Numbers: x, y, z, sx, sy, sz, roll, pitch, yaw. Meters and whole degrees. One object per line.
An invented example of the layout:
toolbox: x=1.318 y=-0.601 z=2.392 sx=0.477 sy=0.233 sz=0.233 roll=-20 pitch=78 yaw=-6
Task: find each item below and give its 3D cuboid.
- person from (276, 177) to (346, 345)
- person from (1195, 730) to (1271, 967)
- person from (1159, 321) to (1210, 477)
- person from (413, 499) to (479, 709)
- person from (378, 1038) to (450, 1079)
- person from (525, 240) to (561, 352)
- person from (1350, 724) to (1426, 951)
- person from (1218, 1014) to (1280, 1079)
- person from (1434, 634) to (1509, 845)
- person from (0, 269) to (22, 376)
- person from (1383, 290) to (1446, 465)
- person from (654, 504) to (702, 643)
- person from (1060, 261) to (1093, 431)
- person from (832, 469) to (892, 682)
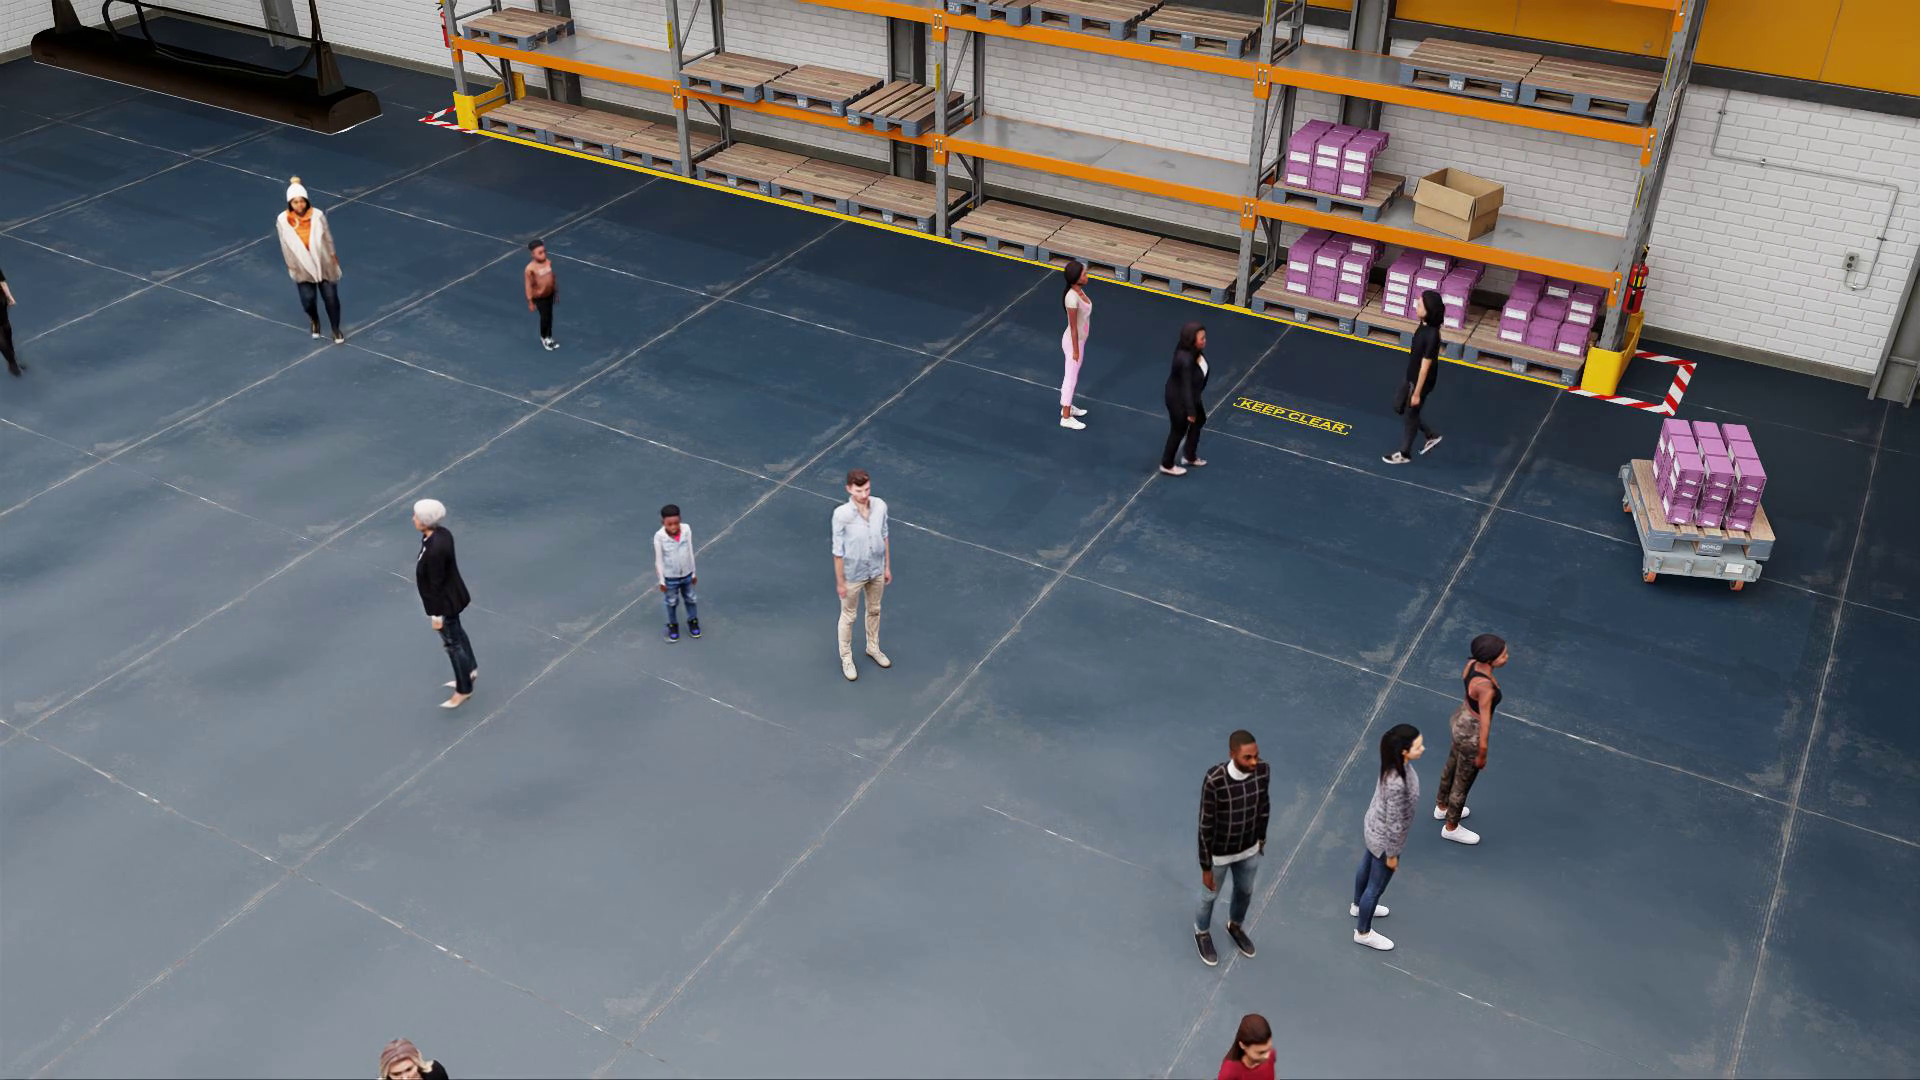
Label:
person: x=-6.987 y=-3.028 z=17.954 sx=0.870 sy=1.879 sz=0.922 roll=-14 pitch=36 yaw=-20
person: x=1.677 y=1.907 z=10.587 sx=0.805 sy=1.817 sz=0.848 roll=-12 pitch=35 yaw=-17
person: x=2.027 y=-1.322 z=15.639 sx=0.799 sy=1.602 sz=0.766 roll=6 pitch=34 yaw=8
person: x=-3.939 y=0.482 z=12.633 sx=0.789 sy=1.780 sz=0.836 roll=-6 pitch=34 yaw=-8
person: x=-2.811 y=3.210 z=8.744 sx=0.688 sy=1.685 sz=0.669 roll=-22 pitch=40 yaw=-30
person: x=-4.550 y=-2.666 z=17.982 sx=0.531 sy=1.246 sz=0.561 roll=23 pitch=40 yaw=31
person: x=2.741 y=1.871 z=10.716 sx=0.654 sy=1.732 sz=0.682 roll=4 pitch=34 yaw=7
person: x=1.484 y=3.075 z=9.084 sx=0.720 sy=1.534 sz=0.899 roll=-24 pitch=40 yaw=-31
person: x=3.540 y=1.347 z=11.533 sx=0.674 sy=1.700 sz=0.657 roll=1 pitch=34 yaw=2
person: x=-10.111 y=-2.472 z=17.354 sx=0.807 sy=1.618 sz=1.040 roll=-26 pitch=41 yaw=-33
person: x=4.429 y=-1.525 z=15.743 sx=0.903 sy=1.823 sz=0.822 roll=3 pitch=34 yaw=4
person: x=-2.306 y=0.242 z=13.595 sx=0.559 sy=1.258 sz=0.612 roll=-13 pitch=36 yaw=-18
person: x=1.128 y=-1.948 z=16.454 sx=0.638 sy=1.742 sz=0.644 roll=4 pitch=34 yaw=5
person: x=-0.768 y=0.234 z=13.076 sx=0.728 sy=1.847 sz=0.713 roll=-18 pitch=38 yaw=-25
